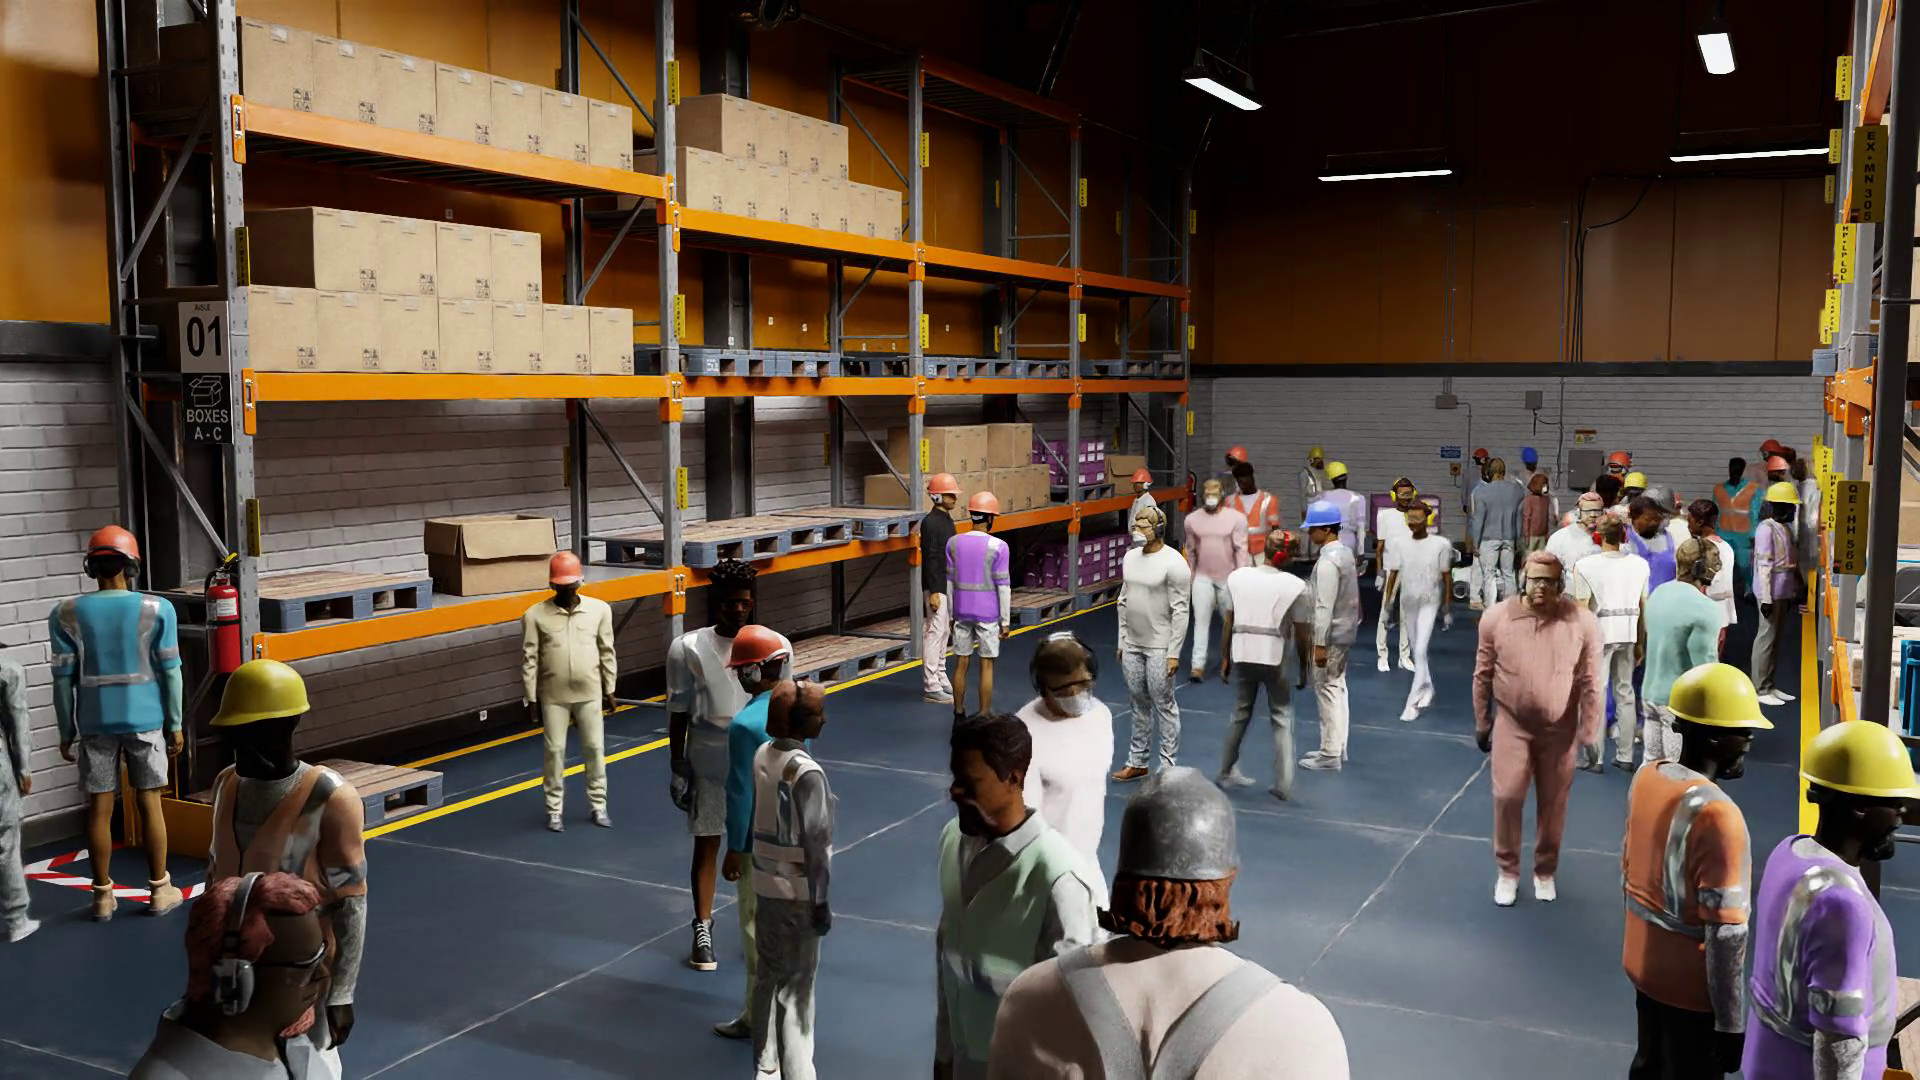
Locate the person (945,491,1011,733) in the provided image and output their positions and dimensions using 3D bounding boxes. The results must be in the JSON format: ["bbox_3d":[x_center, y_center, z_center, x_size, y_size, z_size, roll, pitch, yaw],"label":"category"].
[{"bbox_3d":[0.153,0.579,13.081,0.550,1.925,0.391,3,6,26],"label":"person"}]

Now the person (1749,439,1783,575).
[{"bbox_3d":[11.556,-0.451,23.847,0.617,1.986,0.408,-2,6,-25],"label":"person"}]

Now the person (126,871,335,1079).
[{"bbox_3d":[-1.257,1.531,2.982,0.400,1.900,0.642,0,5,-2],"label":"person"}]

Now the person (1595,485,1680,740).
[{"bbox_3d":[5.211,0.544,12.821,0.873,2.000,0.534,-3,6,-28],"label":"person"}]

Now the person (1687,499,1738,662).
[{"bbox_3d":[5.577,0.649,12.425,0.398,1.909,0.599,5,7,43],"label":"person"}]

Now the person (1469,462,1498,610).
[{"bbox_3d":[6.466,-0.053,20.381,0.431,1.835,0.622,4,7,36],"label":"person"}]

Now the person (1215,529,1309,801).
[{"bbox_3d":[2.004,0.825,11.052,0.647,1.808,0.463,3,6,33],"label":"person"}]

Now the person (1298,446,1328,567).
[{"bbox_3d":[5.378,-0.504,25.205,0.591,1.834,0.404,-4,7,-38],"label":"person"}]

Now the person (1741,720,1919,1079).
[{"bbox_3d":[2.210,1.405,4.235,0.392,1.918,0.591,2,6,17],"label":"person"}]

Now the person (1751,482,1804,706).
[{"bbox_3d":[7.055,0.457,14.362,0.370,1.925,0.595,5,7,41],"label":"person"}]

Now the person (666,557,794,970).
[{"bbox_3d":[-1.072,1.051,7.845,0.611,1.958,0.368,-1,5,-14],"label":"person"}]

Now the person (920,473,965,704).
[{"bbox_3d":[-0.160,0.413,14.479,0.375,1.995,0.611,1,5,14],"label":"person"}]

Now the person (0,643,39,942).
[{"bbox_3d":[-4.841,1.122,8.195,0.492,1.741,0.316,-2,6,-16],"label":"person"}]

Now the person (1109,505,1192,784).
[{"bbox_3d":[1.297,0.732,11.346,0.372,1.940,0.631,-4,7,-37],"label":"person"}]

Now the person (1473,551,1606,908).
[{"bbox_3d":[3.039,0.999,8.759,0.665,1.885,0.654,2,6,18],"label":"person"}]

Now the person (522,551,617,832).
[{"bbox_3d":[-2.406,0.930,10.275,0.576,1.737,0.354,-2,6,-20],"label":"person"}]

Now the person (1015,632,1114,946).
[{"bbox_3d":[0.341,1.248,6.034,0.476,1.895,0.683,4,7,38],"label":"person"}]

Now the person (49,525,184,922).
[{"bbox_3d":[-4.331,0.941,8.585,0.605,2.035,0.385,-2,6,-17],"label":"person"}]

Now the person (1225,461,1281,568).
[{"bbox_3d":[3.279,0.082,18.504,0.657,1.927,0.714,2,6,23],"label":"person"}]

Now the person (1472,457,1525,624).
[{"bbox_3d":[6.147,0.023,19.036,0.627,1.932,0.371,-1,5,-14],"label":"person"}]

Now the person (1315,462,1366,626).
[{"bbox_3d":[4.311,0.064,18.792,0.605,1.884,0.805,2,6,24],"label":"person"}]

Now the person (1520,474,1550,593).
[{"bbox_3d":[7.357,-0.033,21.249,0.502,1.627,0.277,-4,7,-35],"label":"person"}]

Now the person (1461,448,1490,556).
[{"bbox_3d":[8.308,-0.595,26.626,0.563,1.748,0.340,5,7,43],"label":"person"}]

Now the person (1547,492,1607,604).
[{"bbox_3d":[4.991,0.573,13.224,0.653,1.906,0.405,0,5,3],"label":"person"}]

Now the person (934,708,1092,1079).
[{"bbox_3d":[0.134,1.386,4.427,0.373,1.914,0.596,-3,6,-33],"label":"person"}]

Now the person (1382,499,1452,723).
[{"bbox_3d":[3.844,0.555,13.908,0.534,1.827,0.973,4,6,34],"label":"person"}]

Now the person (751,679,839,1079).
[{"bbox_3d":[-0.640,1.344,6.361,0.312,1.636,0.520,-3,6,-30],"label":"person"}]

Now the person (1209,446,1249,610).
[{"bbox_3d":[3.368,-0.160,20.567,0.645,1.999,0.903,3,6,30],"label":"person"}]

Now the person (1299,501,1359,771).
[{"bbox_3d":[2.634,0.683,11.890,0.422,1.933,0.616,2,6,24],"label":"person"}]

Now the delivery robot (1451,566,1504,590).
[{"bbox_3d":[6.592,0.468,21.045,0.707,0.478,0.477,2,6,19],"label":"delivery robot"}]

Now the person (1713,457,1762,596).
[{"bbox_3d":[9.622,-0.098,20.604,0.584,1.886,0.806,5,7,41],"label":"person"}]

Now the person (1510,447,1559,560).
[{"bbox_3d":[8.126,-0.373,23.531,0.671,1.893,0.847,1,5,14],"label":"person"}]

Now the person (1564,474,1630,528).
[{"bbox_3d":[5.827,0.363,15.354,0.693,1.938,0.562,4,6,34],"label":"person"}]

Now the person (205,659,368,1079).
[{"bbox_3d":[-2.088,1.317,5.102,0.585,1.928,0.370,2,6,23],"label":"person"}]

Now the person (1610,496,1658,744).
[{"bbox_3d":[5.211,0.609,12.848,0.598,1.908,0.403,-3,6,-31],"label":"person"}]

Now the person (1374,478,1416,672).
[{"bbox_3d":[4.237,0.334,15.983,0.518,1.874,0.330,-1,5,-8],"label":"person"}]

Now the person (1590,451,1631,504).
[{"bbox_3d":[7.681,-0.048,19.507,0.616,1.986,0.407,5,7,43],"label":"person"}]

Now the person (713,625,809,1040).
[{"bbox_3d":[-0.842,1.228,7.082,0.353,1.738,0.573,2,6,22],"label":"person"}]

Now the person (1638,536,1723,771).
[{"bbox_3d":[4.025,0.935,9.282,0.390,1.927,0.645,-1,5,-6],"label":"person"}]

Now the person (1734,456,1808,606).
[{"bbox_3d":[10.211,-0.107,20.716,1.043,1.889,0.541,0,5,-1],"label":"person"}]

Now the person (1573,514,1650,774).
[{"bbox_3d":[4.600,0.738,11.780,0.571,1.841,0.373,-1,5,-11],"label":"person"}]

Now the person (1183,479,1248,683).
[{"bbox_3d":[2.384,0.375,15.524,0.648,1.889,1.049,2,6,21],"label":"person"}]

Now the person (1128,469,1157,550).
[{"bbox_3d":[2.163,0.024,19.942,0.330,1.751,0.573,-1,5,-12],"label":"person"}]

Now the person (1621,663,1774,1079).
[{"bbox_3d":[2.219,1.323,5.039,0.385,1.925,0.592,0,5,-2],"label":"person"}]

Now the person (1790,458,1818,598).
[{"bbox_3d":[10.767,-0.145,21.375,0.465,1.820,0.508,1,5,14],"label":"person"}]
